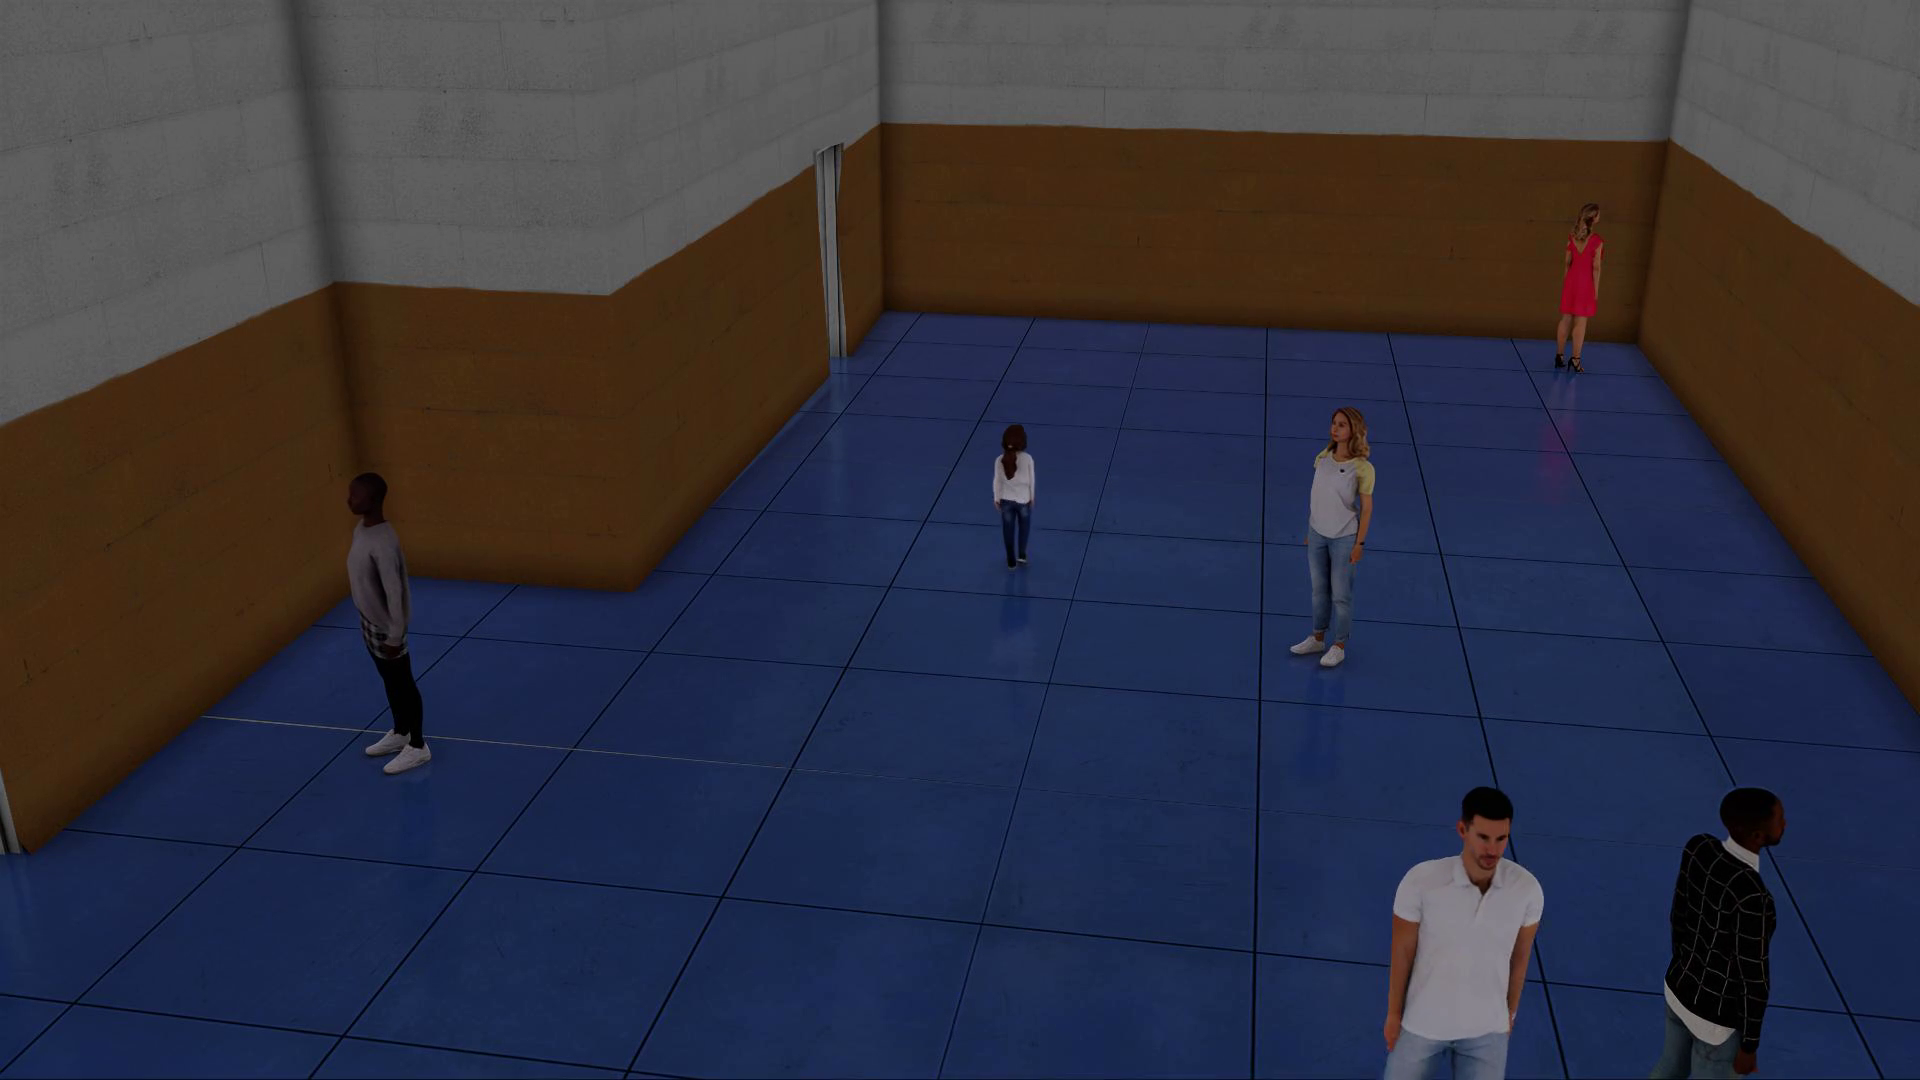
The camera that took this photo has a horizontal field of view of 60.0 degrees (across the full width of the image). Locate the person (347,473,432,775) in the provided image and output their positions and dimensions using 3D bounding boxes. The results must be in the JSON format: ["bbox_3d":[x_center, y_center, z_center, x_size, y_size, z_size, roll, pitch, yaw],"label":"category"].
[{"bbox_3d":[-3.232,0.454,9.400,0.748,1.771,0.686,-15,26,-33],"label":"person"}]

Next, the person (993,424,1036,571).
[{"bbox_3d":[0.406,-0.307,12.182,0.470,1.107,0.556,0,22,-1],"label":"person"}]

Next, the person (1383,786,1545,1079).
[{"bbox_3d":[1.809,1.718,6.158,0.976,1.843,0.733,4,22,9],"label":"person"}]

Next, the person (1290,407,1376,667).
[{"bbox_3d":[2.409,-0.029,10.645,0.770,1.723,0.694,-17,28,-36],"label":"person"}]

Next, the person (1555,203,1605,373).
[{"bbox_3d":[6.345,-2.595,17.045,0.714,1.729,0.662,-13,25,-29],"label":"person"}]

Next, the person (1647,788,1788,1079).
[{"bbox_3d":[2.779,1.717,6.190,0.670,1.821,0.728,-3,22,-7],"label":"person"}]
